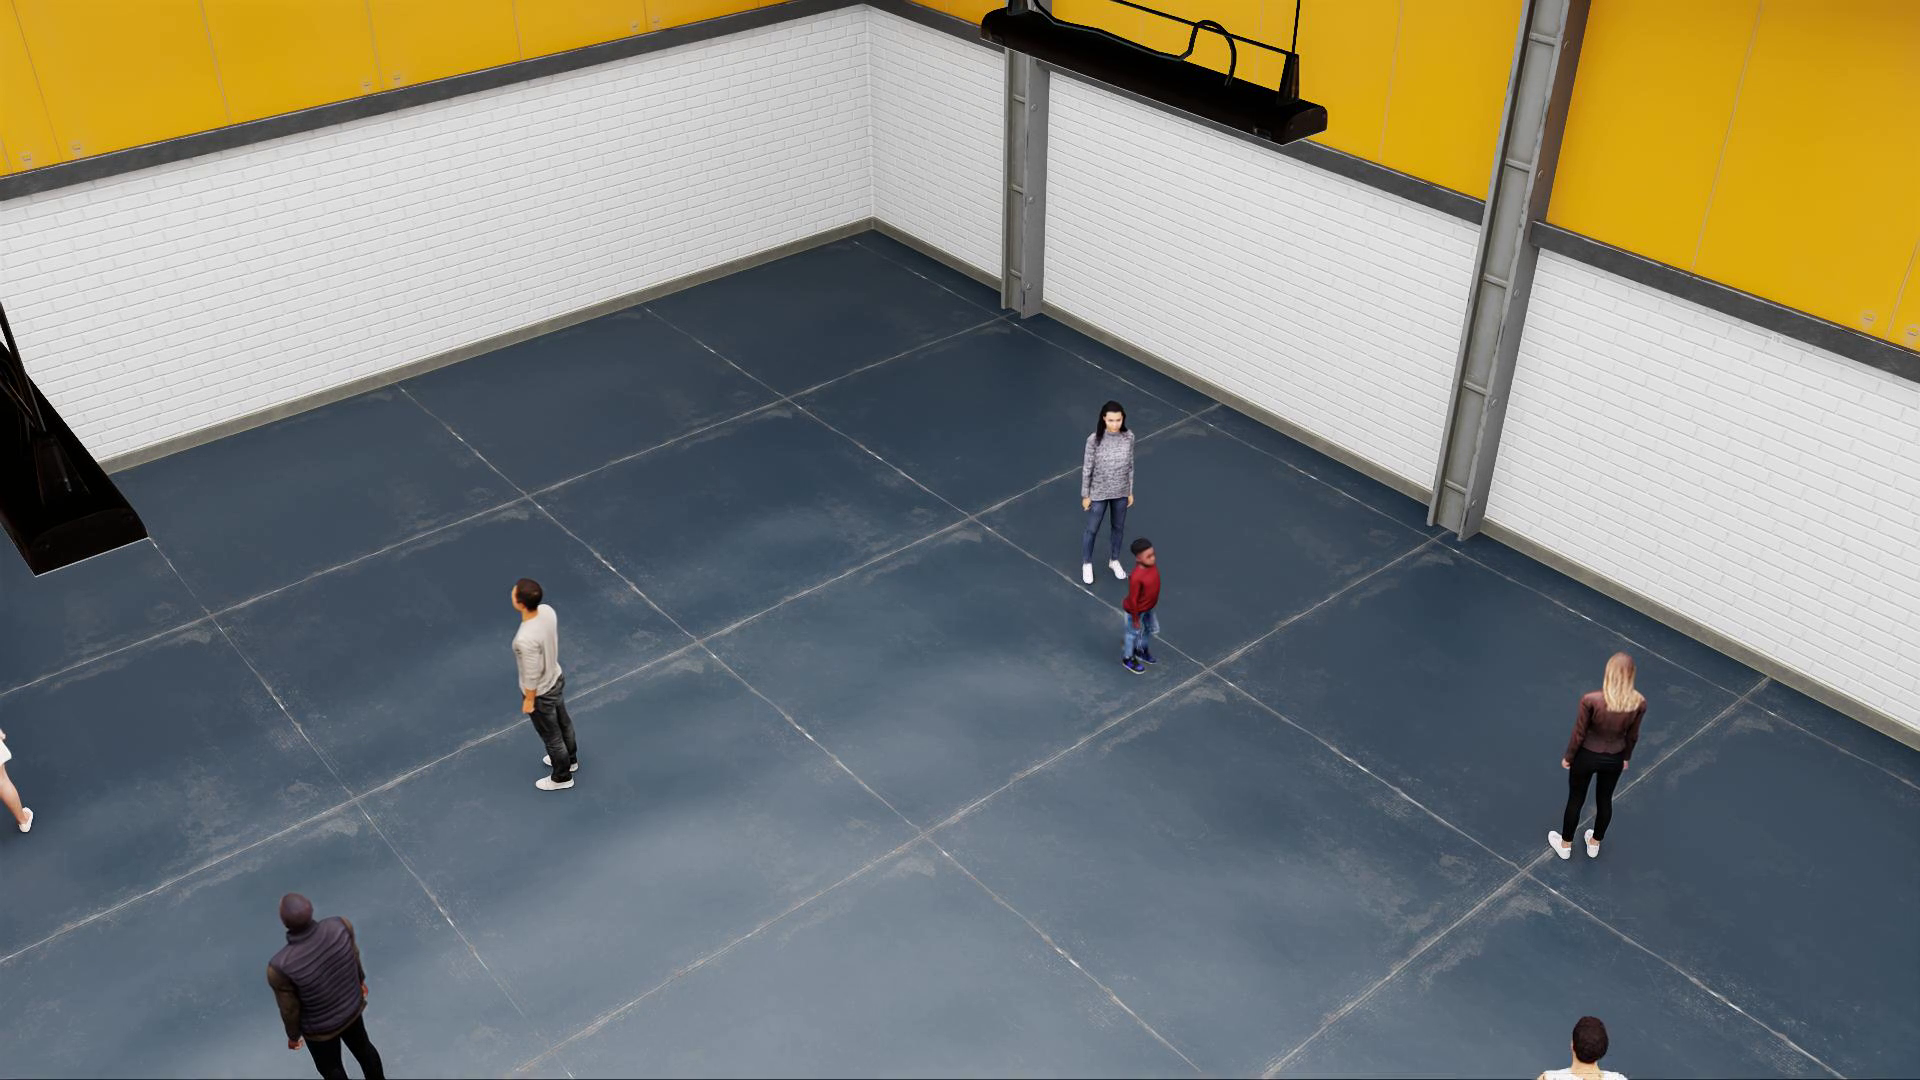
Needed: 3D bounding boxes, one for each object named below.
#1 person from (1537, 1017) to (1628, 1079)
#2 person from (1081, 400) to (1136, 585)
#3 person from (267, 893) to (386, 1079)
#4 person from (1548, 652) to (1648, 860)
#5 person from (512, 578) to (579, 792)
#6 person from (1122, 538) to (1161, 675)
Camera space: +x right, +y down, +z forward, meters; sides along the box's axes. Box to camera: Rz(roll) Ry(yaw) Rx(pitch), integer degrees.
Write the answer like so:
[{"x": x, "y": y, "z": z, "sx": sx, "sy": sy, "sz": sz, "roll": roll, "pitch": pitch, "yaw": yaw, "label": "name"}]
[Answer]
[{"x": 3.162, "y": 3.268, "z": 8.695, "sx": 1.016, "sy": 1.760, "sz": 1.091, "roll": 1, "pitch": 34, "yaw": 2, "label": "person"}, {"x": 1.279, "y": -0.429, "z": 14.281, "sx": 0.694, "sy": 1.732, "sz": 0.678, "roll": -7, "pitch": 34, "yaw": -11, "label": "person"}, {"x": -3.598, "y": 2.695, "z": 9.488, "sx": 0.673, "sy": 1.836, "sz": 0.751, "roll": 20, "pitch": 39, "yaw": 28, "label": "person"}, {"x": 4.381, "y": 1.494, "z": 11.416, "sx": 0.673, "sy": 1.703, "sz": 0.710, "roll": 0, "pitch": 34, "yaw": 0, "label": "person"}, {"x": -2.999, "y": 1.031, "z": 12.014, "sx": 0.779, "sy": 1.811, "sz": 0.730, "roll": 4, "pitch": 34, "yaw": 6, "label": "person"}, {"x": 1.393, "y": 0.501, "z": 13.322, "sx": 0.555, "sy": 1.246, "sz": 0.555, "roll": 22, "pitch": 39, "yaw": 29, "label": "person"}]
